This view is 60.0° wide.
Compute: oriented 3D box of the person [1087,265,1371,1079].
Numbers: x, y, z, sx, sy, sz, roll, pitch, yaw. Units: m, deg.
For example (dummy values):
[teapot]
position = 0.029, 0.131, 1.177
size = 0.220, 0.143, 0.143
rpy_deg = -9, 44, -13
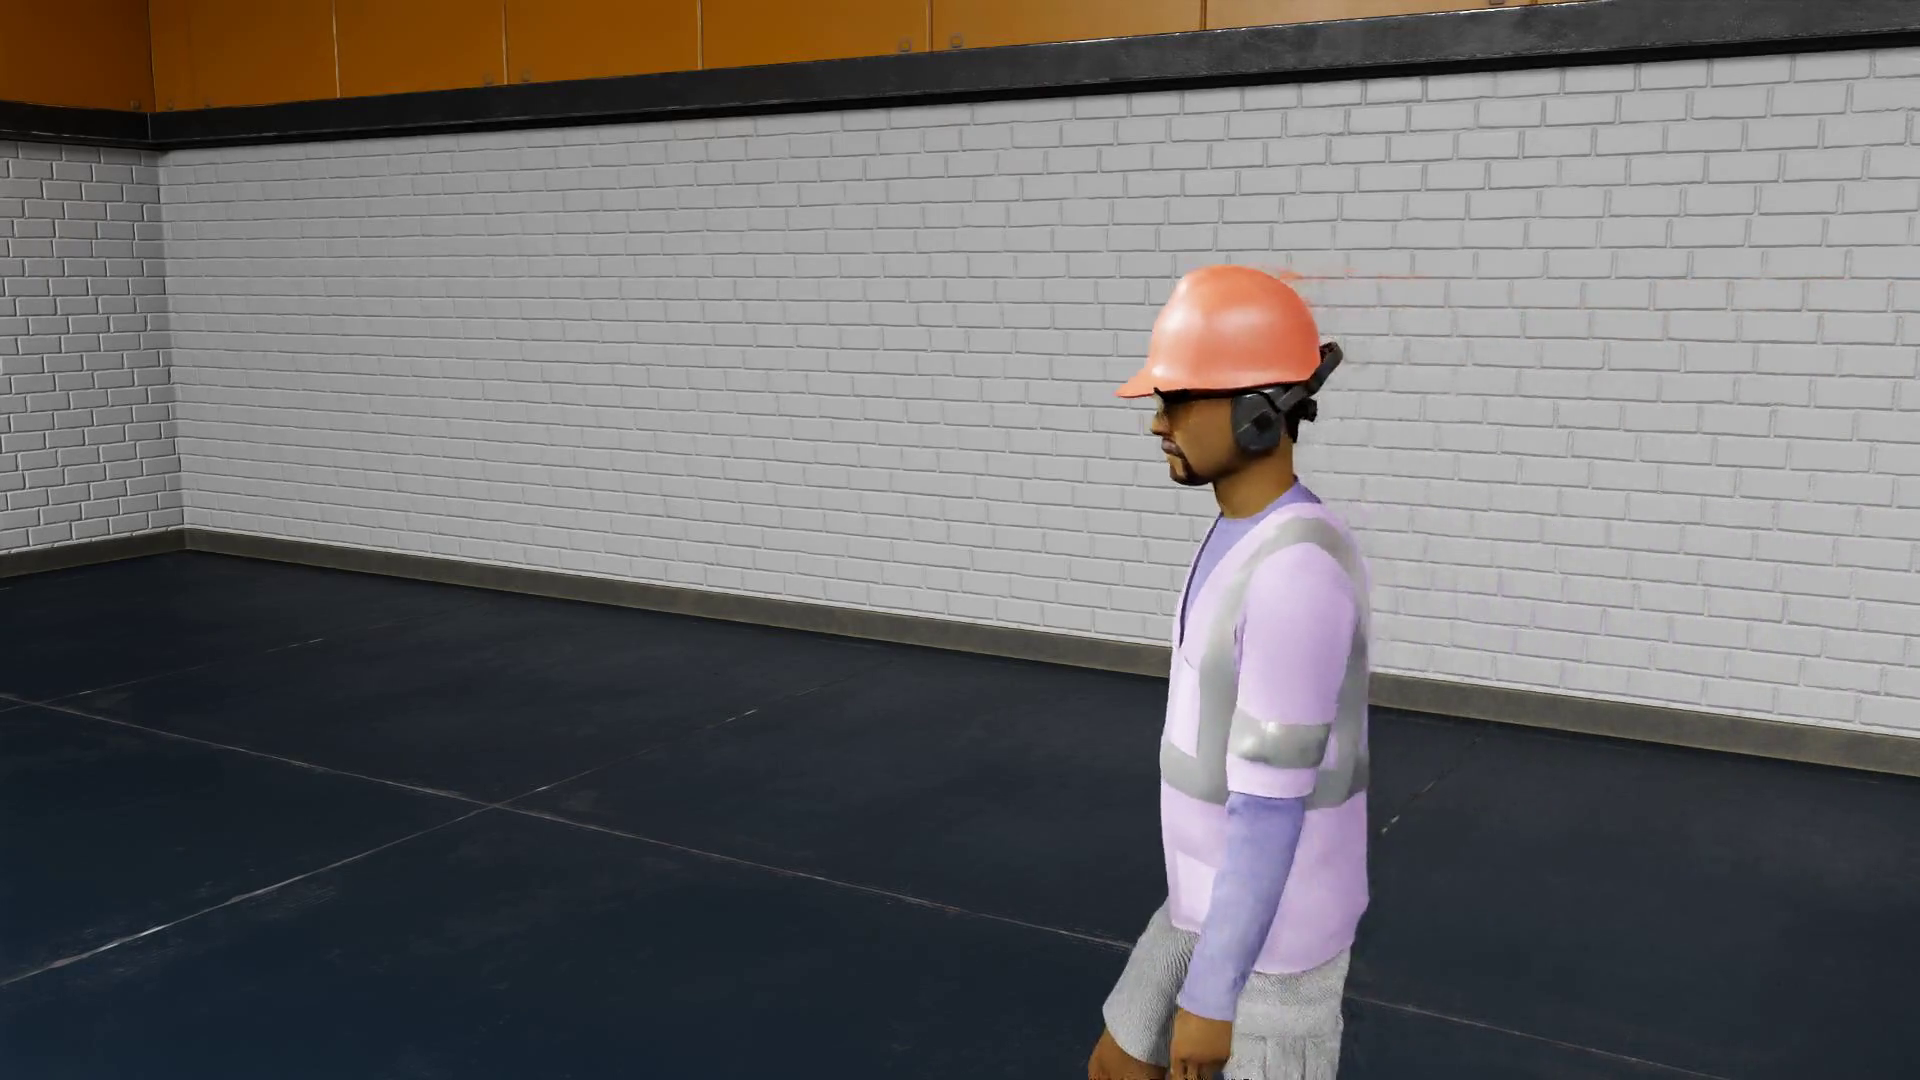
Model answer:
[person]
position = 0.387, 0.586, 2.686
size = 0.673, 2.023, 0.620
rpy_deg = 0, 9, 0
